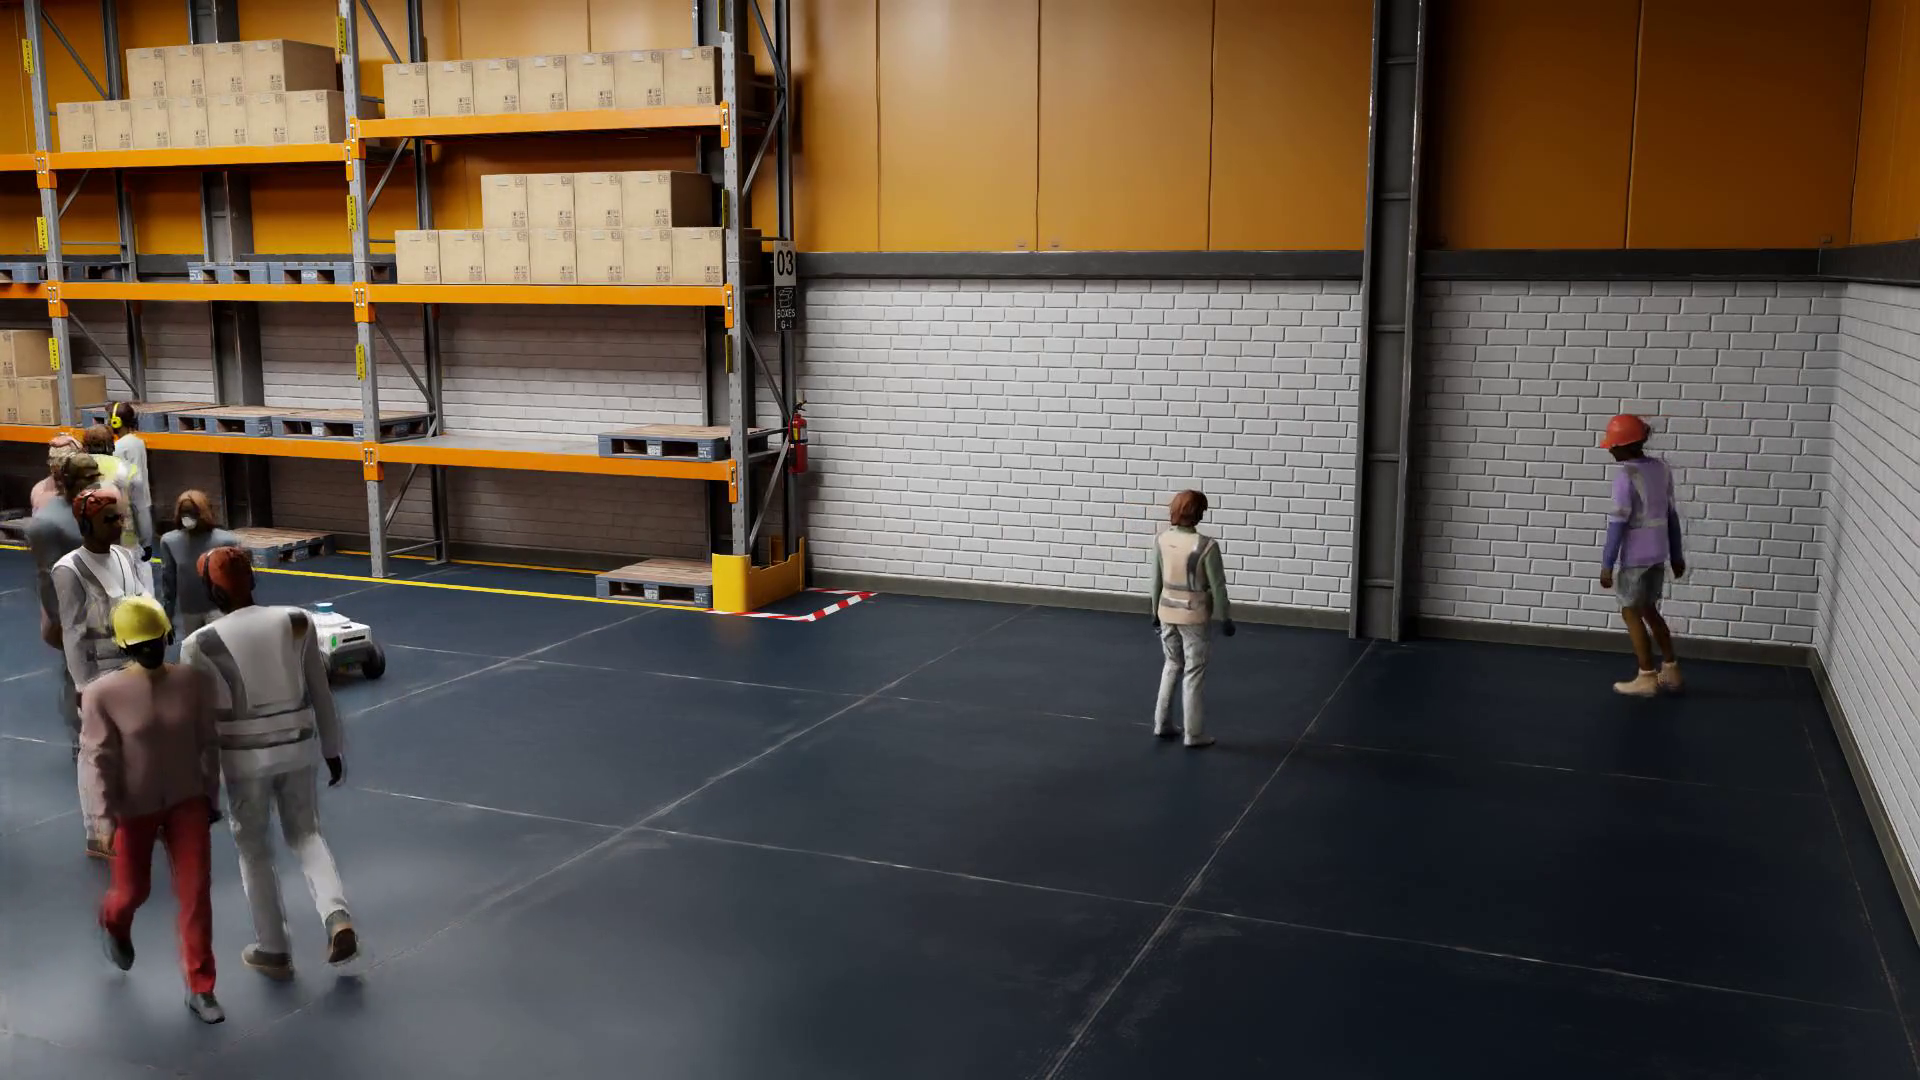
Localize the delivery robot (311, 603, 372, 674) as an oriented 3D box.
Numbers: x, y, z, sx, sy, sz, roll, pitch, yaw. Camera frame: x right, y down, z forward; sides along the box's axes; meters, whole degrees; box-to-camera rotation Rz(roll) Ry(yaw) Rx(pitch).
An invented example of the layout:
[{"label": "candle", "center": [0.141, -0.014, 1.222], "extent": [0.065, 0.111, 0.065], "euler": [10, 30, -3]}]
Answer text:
[{"label": "delivery robot", "center": [-4.603, 0.702, 12.094], "extent": [0.707, 0.478, 0.477], "euler": [7, 12, 38]}]

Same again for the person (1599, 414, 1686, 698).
[{"label": "person", "center": [4.730, 0.110, 11.619], "extent": [0.652, 1.993, 0.527], "euler": [-7, 12, -37]}]

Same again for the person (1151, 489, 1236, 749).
[{"label": "person", "center": [1.428, 0.499, 10.356], "extent": [0.376, 1.636, 0.536], "euler": [-8, 12, -40]}]

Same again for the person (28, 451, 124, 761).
[{"label": "person", "center": [-5.173, 0.425, 9.922], "extent": [0.552, 1.917, 0.650], "euler": [4, 10, 23]}]

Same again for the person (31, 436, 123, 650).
[{"label": "person", "center": [-5.927, 0.229, 11.219], "extent": [0.656, 1.886, 0.576], "euler": [1, 9, 6]}]

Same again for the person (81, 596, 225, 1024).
[{"label": "person", "center": [-3.277, 1.044, 6.741], "extent": [0.520, 1.729, 0.771], "euler": [-9, 13, -43]}]

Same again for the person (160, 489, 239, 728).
[{"label": "person", "center": [-4.858, 0.443, 10.773], "extent": [0.512, 1.606, 0.722], "euler": [0, 9, 0]}]

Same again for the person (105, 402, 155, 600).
[{"label": "person", "center": [-7.176, -0.264, 14.313], "extent": [0.439, 1.851, 0.551], "euler": [0, 9, -2]}]

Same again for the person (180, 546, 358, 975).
[{"label": "person", "center": [-2.885, 0.944, 6.984], "extent": [0.600, 1.854, 0.608], "euler": [9, 13, 43]}]

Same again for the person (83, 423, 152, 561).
[{"label": "person", "center": [-6.510, 0.018, 12.698], "extent": [0.648, 1.823, 0.520], "euler": [-2, 10, -11]}]

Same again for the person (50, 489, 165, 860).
[{"label": "person", "center": [-4.357, 0.678, 8.514], "extent": [0.356, 1.883, 0.574], "euler": [0, 9, 2]}]
